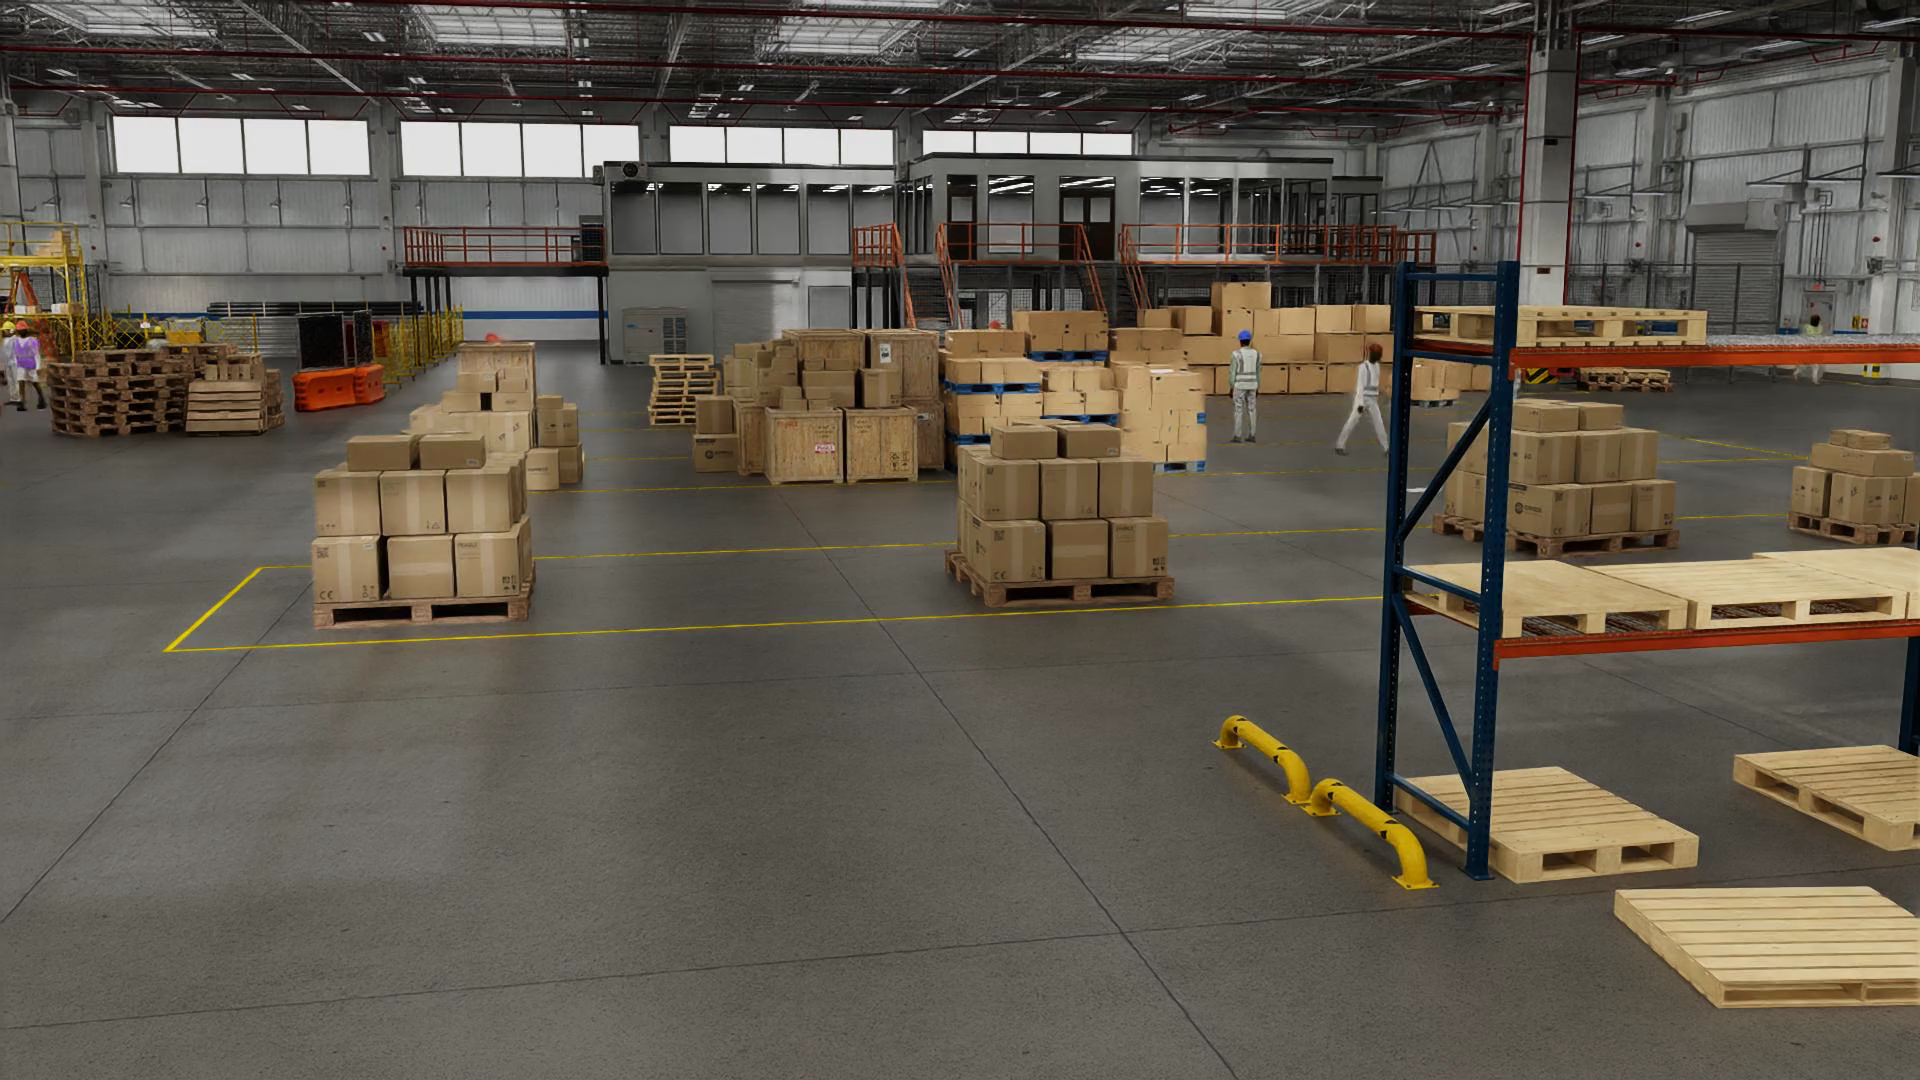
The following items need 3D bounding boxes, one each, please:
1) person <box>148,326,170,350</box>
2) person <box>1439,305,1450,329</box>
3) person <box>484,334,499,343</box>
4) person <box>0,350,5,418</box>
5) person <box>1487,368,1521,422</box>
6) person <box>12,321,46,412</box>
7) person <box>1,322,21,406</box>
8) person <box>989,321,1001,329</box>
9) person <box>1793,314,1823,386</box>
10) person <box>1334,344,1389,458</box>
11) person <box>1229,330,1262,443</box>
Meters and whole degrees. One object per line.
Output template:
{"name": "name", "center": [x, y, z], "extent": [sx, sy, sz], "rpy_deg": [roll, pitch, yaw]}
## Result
{"name": "person", "center": [-17.624, -3.862, 36.727], "extent": [0.506, 1.704, 0.856], "rpy_deg": [-1, 9, -8]}
{"name": "person", "center": [14.960, -6.288, 51.099], "extent": [0.508, 1.847, 0.345], "rpy_deg": [4, 10, 24]}
{"name": "person", "center": [-7.825, -2.518, 27.969], "extent": [0.571, 1.883, 0.980], "rpy_deg": [2, 9, 11]}
{"name": "person", "center": [-19.244, -3.333, 32.732], "extent": [0.634, 1.959, 0.823], "rpy_deg": [2, 9, 10]}
{"name": "person", "center": [9.358, -2.586, 28.500], "extent": [0.663, 1.868, 0.581], "rpy_deg": [4, 10, 21]}
{"name": "person", "center": [-19.597, -3.666, 34.976], "extent": [0.551, 1.902, 0.982], "rpy_deg": [-1, 9, -4]}
{"name": "person", "center": [-20.558, -3.818, 36.080], "extent": [0.600, 1.831, 0.404], "rpy_deg": [5, 11, 30]}
{"name": "person", "center": [0.695, -3.507, 33.918], "extent": [0.589, 1.914, 0.587], "rpy_deg": [-6, 11, -34]}
{"name": "person", "center": [21.663, -4.850, 42.412], "extent": [0.624, 1.818, 0.725], "rpy_deg": [-2, 9, -10]}
{"name": "person", "center": [6.453, -2.195, 26.293], "extent": [0.599, 1.810, 1.110], "rpy_deg": [-9, 13, -44]}
{"name": "person", "center": [4.883, -2.630, 28.536], "extent": [0.601, 1.939, 0.411], "rpy_deg": [-4, 10, -23]}
